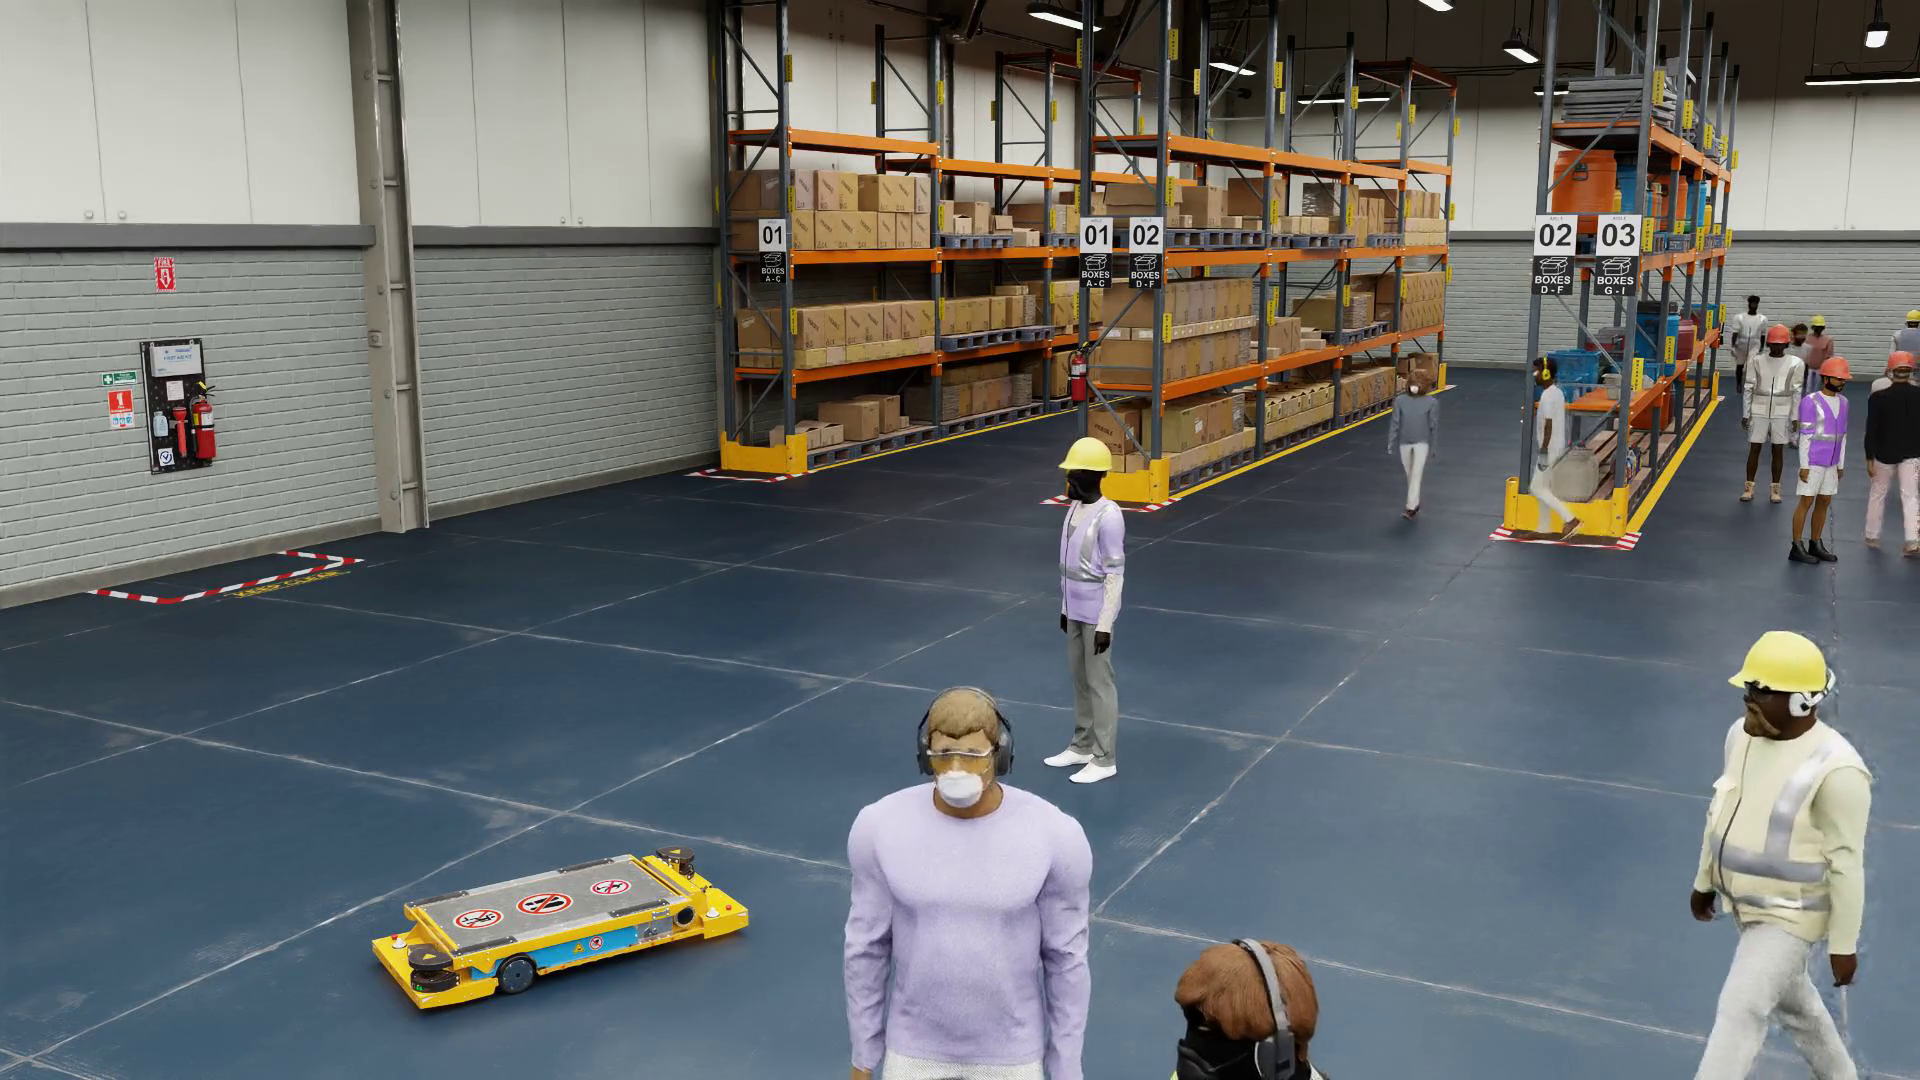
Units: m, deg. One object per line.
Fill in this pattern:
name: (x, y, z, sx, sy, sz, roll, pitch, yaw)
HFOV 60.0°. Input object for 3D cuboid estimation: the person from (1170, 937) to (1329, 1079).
person: (0.510, 1.585, 3.011, 0.430, 1.837, 0.626, -3, 11, -17)

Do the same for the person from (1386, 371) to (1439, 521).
person: (4.851, -1.014, 17.840, 0.499, 1.586, 0.867, 7, 12, 33)

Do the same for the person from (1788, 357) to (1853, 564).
person: (8.007, -0.734, 15.416, 0.540, 1.929, 0.390, -4, 11, -19)

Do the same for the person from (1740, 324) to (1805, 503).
person: (9.228, -1.435, 18.926, 0.606, 2.037, 0.382, 5, 12, 27)

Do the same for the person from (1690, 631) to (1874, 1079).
person: (2.689, 1.162, 5.461, 0.934, 1.788, 0.613, -1, 10, -7)

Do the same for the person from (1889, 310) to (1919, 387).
person: (15.350, -2.794, 26.879, 0.600, 1.836, 0.404, 7, 13, 35)

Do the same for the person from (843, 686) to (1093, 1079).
person: (0.015, 1.314, 4.246, 0.645, 1.938, 0.441, 1, 10, 8)

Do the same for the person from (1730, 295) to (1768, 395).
person: (14.841, -3.656, 31.326, 0.604, 1.941, 0.904, 4, 11, 23)

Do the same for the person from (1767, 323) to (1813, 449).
person: (11.965, -2.243, 24.000, 0.517, 1.809, 0.960, 1, 10, 7)

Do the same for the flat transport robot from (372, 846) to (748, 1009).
flat transport robot: (-1.692, 1.618, 7.093, 1.431, 0.197, 0.652, -7, 13, -34)

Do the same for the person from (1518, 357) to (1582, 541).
person: (5.845, -0.876, 16.389, 0.506, 1.852, 0.520, 5, 12, 27)

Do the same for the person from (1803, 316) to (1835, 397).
person: (13.805, -2.734, 26.817, 0.551, 1.725, 0.852, 2, 11, 10)

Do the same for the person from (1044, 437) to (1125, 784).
person: (0.712, 0.387, 9.282, 0.363, 1.930, 0.587, -4, 11, -20)

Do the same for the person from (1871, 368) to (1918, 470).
person: (11.124, -1.399, 19.891, 0.506, 1.606, 0.645, 8, 13, 38)

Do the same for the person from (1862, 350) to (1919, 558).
person: (8.956, -0.826, 15.862, 0.621, 1.956, 1.019, 3, 11, 14)
